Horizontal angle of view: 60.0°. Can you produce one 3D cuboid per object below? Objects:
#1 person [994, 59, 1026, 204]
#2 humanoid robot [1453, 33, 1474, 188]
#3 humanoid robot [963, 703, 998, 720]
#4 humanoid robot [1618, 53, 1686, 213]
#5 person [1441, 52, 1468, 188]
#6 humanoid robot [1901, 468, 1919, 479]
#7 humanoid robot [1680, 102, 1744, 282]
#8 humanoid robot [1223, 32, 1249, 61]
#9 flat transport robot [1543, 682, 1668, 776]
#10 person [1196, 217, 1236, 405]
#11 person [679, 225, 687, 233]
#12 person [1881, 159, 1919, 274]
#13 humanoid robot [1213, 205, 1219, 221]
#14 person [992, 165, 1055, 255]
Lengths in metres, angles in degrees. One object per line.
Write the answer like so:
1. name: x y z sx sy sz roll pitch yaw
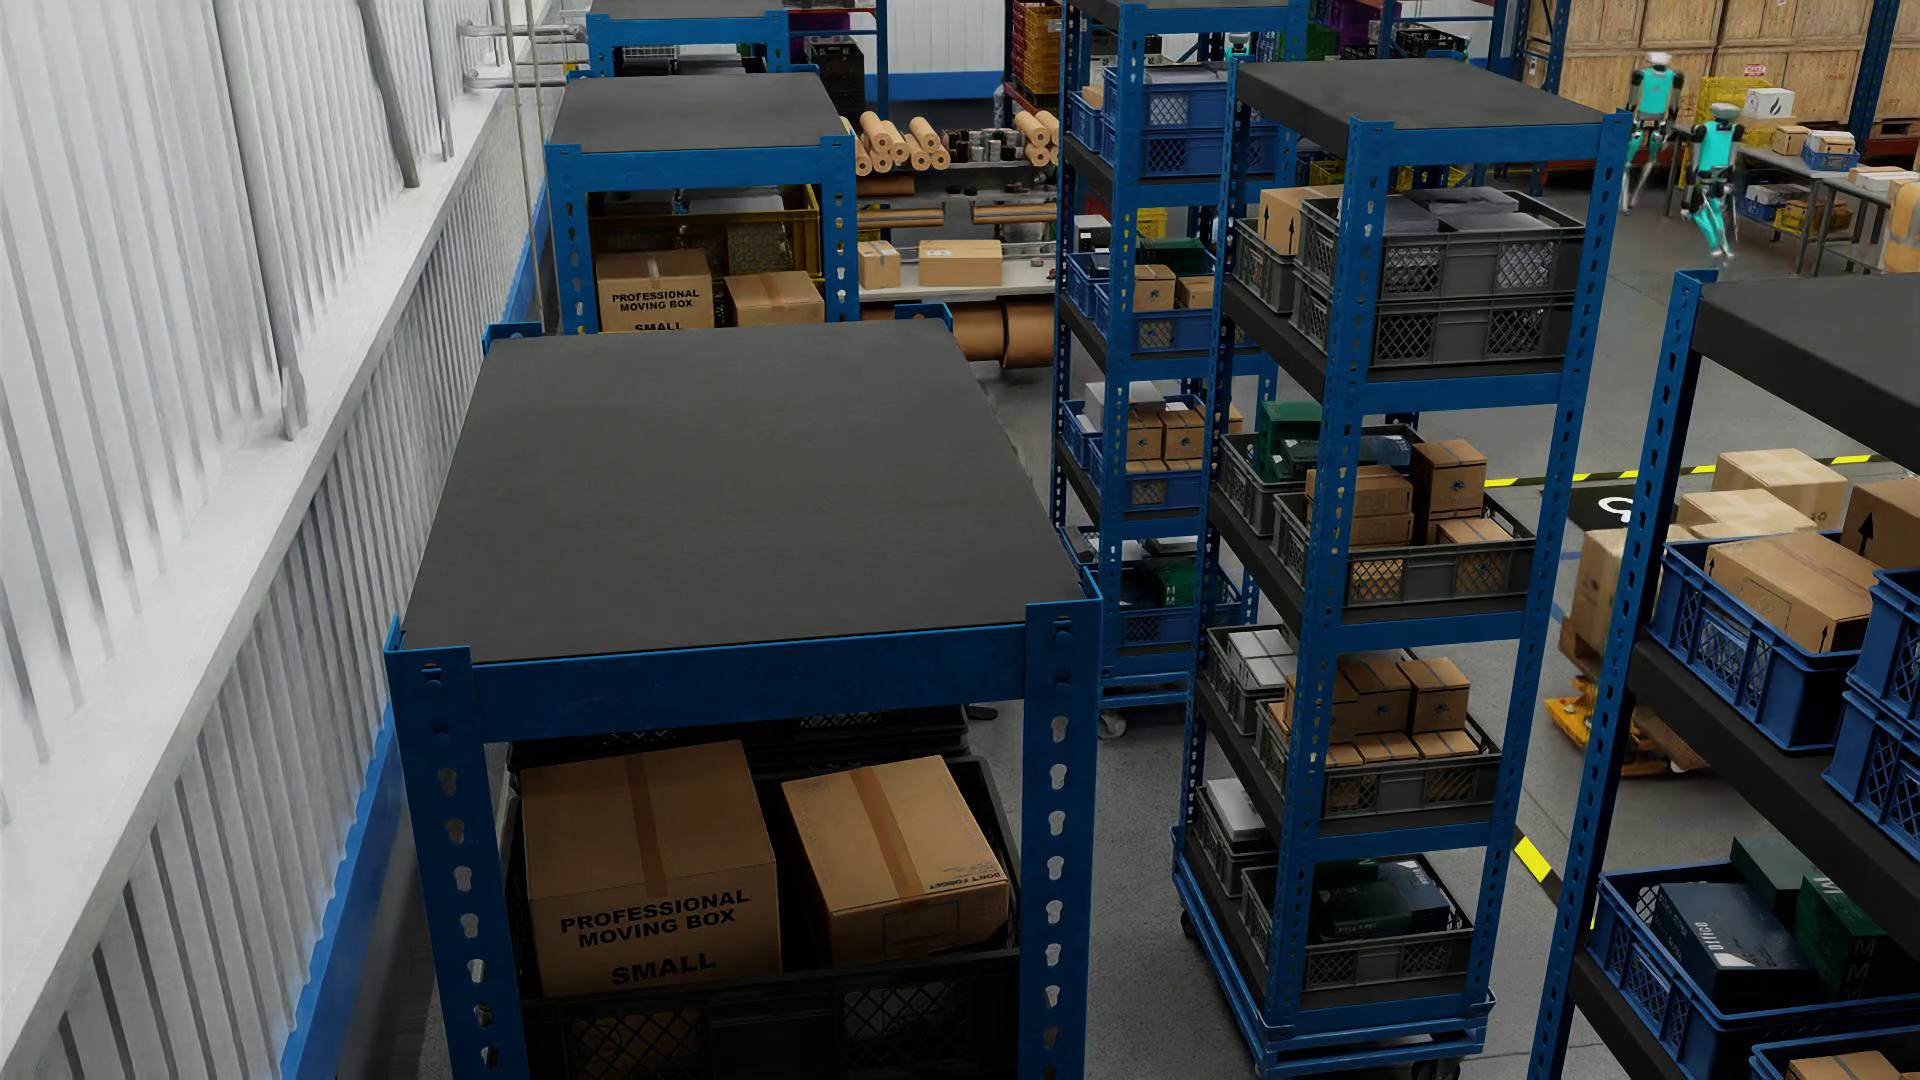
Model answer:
1. person: 0.585 -4.383 18.071 0.478 1.733 0.335 -16 29 -31
2. humanoid robot: 5.943 -4.970 19.238 0.736 1.717 0.533 2 25 5
3. humanoid robot: 0.039 0.091 8.397 0.315 1.657 0.599 -7 26 -14
4. humanoid robot: 7.564 -4.493 18.316 0.554 1.756 0.845 8 26 17
5. person: 5.152 -4.234 17.616 0.328 1.843 0.512 -14 28 -28
6. humanoid robot: 6.443 -1.131 10.839 0.735 1.677 0.533 -12 27 -25
7. humanoid robot: 6.914 -2.970 15.139 0.548 1.907 0.715 -8 26 -16
8. humanoid robot: 3.198 -4.966 19.176 0.533 1.677 0.735 1 25 3
9. flat transport robot: 3.760 0.878 8.356 1.431 0.197 0.652 -4 25 -8
10. person: 1.700 -1.263 11.150 0.370 1.853 0.589 -4 25 -9
11. person: -2.416 -2.853 14.743 0.528 1.729 0.846 -4 25 -8
12. person: 7.386 -2.126 12.923 0.373 1.935 0.549 -1 25 -2
13. humanoid robot: 2.705 -3.959 17.278 0.602 1.629 0.787 0 25 0
14. person: 0.520 -2.453 13.719 0.550 1.867 0.368 -4 25 -9
